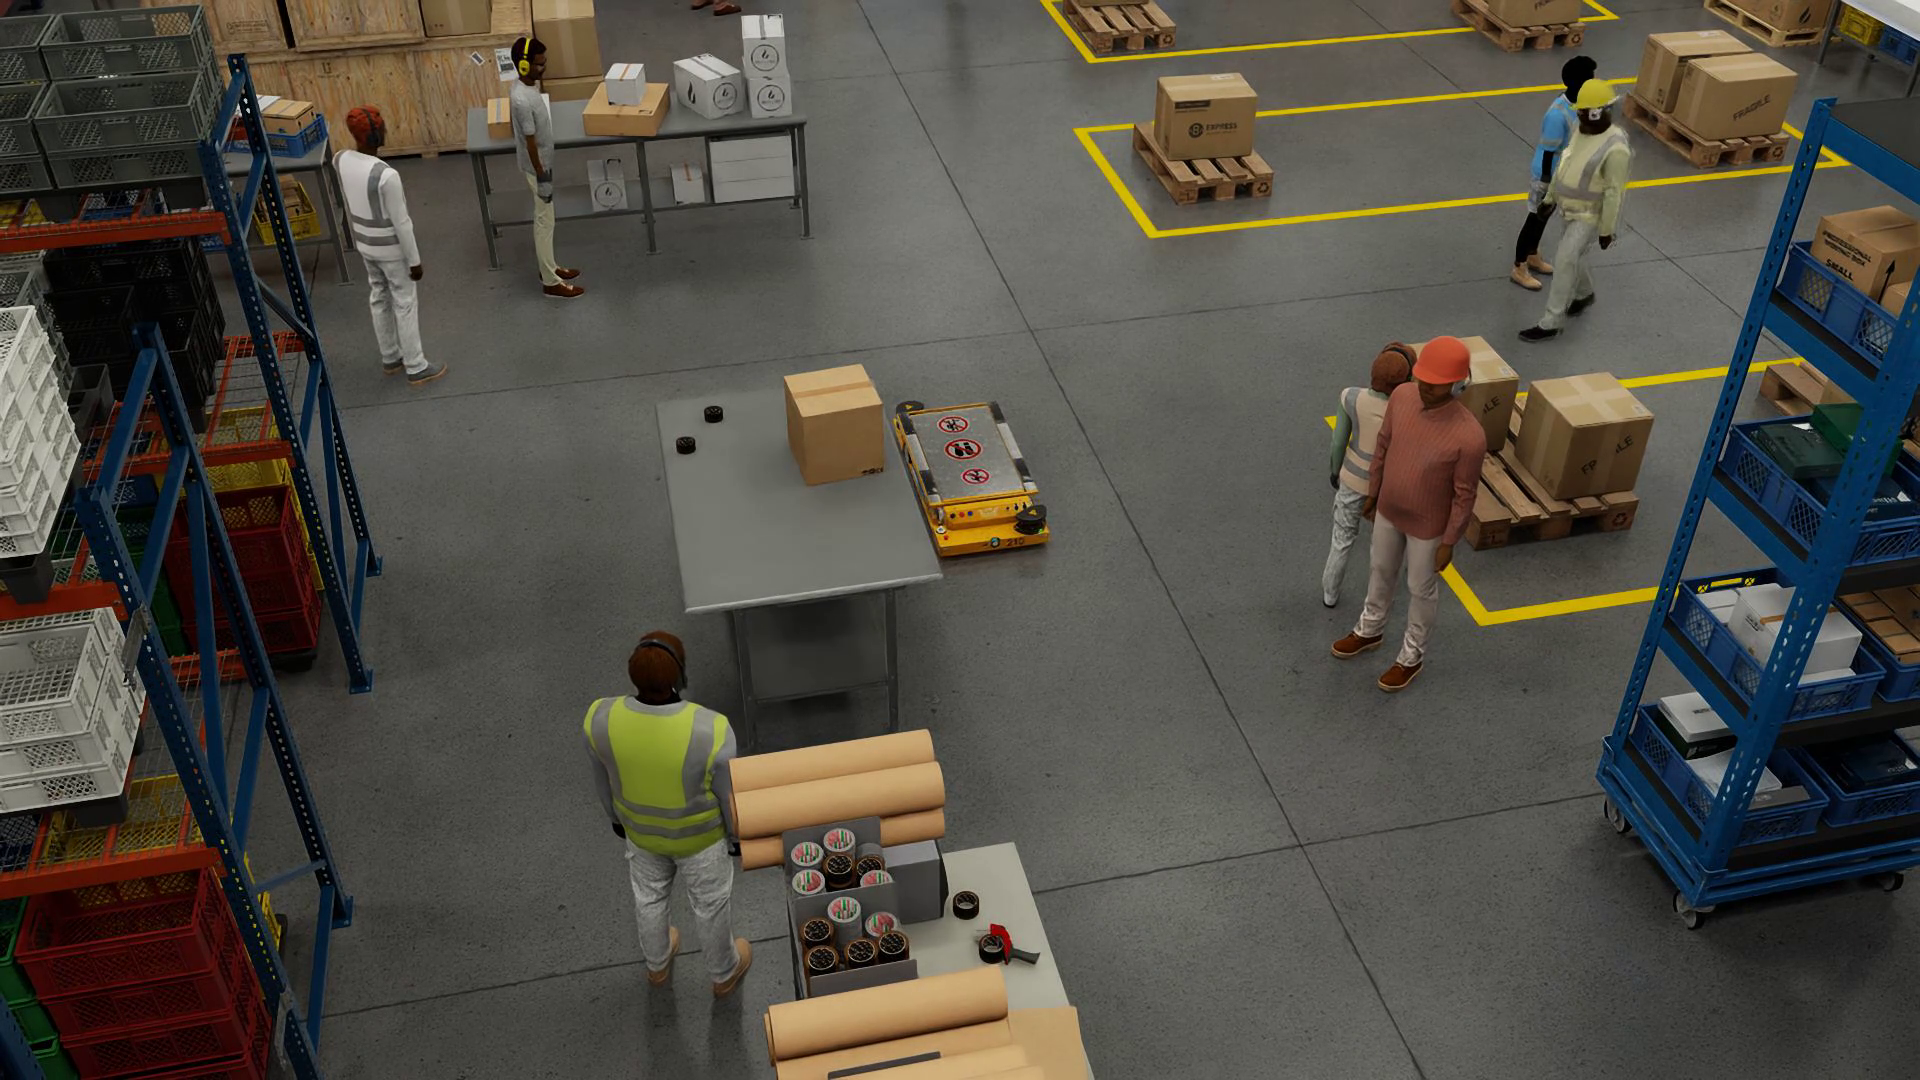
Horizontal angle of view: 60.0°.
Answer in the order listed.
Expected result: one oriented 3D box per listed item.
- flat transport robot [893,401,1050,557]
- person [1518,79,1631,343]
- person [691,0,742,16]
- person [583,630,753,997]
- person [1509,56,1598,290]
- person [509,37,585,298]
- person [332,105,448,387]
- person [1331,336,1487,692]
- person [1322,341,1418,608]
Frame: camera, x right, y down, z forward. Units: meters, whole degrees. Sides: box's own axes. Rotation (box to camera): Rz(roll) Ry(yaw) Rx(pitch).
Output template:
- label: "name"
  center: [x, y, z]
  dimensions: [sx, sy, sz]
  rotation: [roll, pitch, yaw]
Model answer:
- label: "flat transport robot"
  center: [0.046, -0.430, 10.108]
  dimensions: [0.652, 0.197, 1.431]
  rotation: [-8, 37, -10]
- label: "person"
  center: [4.248, -2.252, 11.305]
  dimensions: [0.686, 1.780, 0.588]
  rotation: [-5, 37, -7]
- label: "person"
  center: [-2.469, -6.208, 16.538]
  dimensions: [0.652, 1.891, 0.426]
  rotation: [26, 44, 31]
- label: "person"
  center: [-1.140, 1.128, 6.719]
  dimensions: [0.630, 1.836, 0.430]
  rotation: [7, 37, 9]
- label: "person"
  center: [4.253, -2.631, 11.879]
  dimensions: [0.316, 1.695, 0.542]
  rotation: [23, 43, 28]
- label: "person"
  center: [-2.945, -2.622, 11.730]
  dimensions: [0.328, 1.865, 0.520]
  rotation: [-9, 38, -12]
- label: "person"
  center: [-3.707, -1.884, 10.734]
  dimensions: [0.580, 1.878, 0.343]
  rotation: [23, 42, 27]
- label: "person"
  center: [2.253, -0.135, 8.277]
  dimensions: [0.375, 1.997, 0.612]
  rotation: [-23, 42, -27]
- label: "person"
  center: [2.190, -0.299, 8.792]
  dimensions: [0.514, 1.641, 0.307]
  rotation: [16, 40, 20]
